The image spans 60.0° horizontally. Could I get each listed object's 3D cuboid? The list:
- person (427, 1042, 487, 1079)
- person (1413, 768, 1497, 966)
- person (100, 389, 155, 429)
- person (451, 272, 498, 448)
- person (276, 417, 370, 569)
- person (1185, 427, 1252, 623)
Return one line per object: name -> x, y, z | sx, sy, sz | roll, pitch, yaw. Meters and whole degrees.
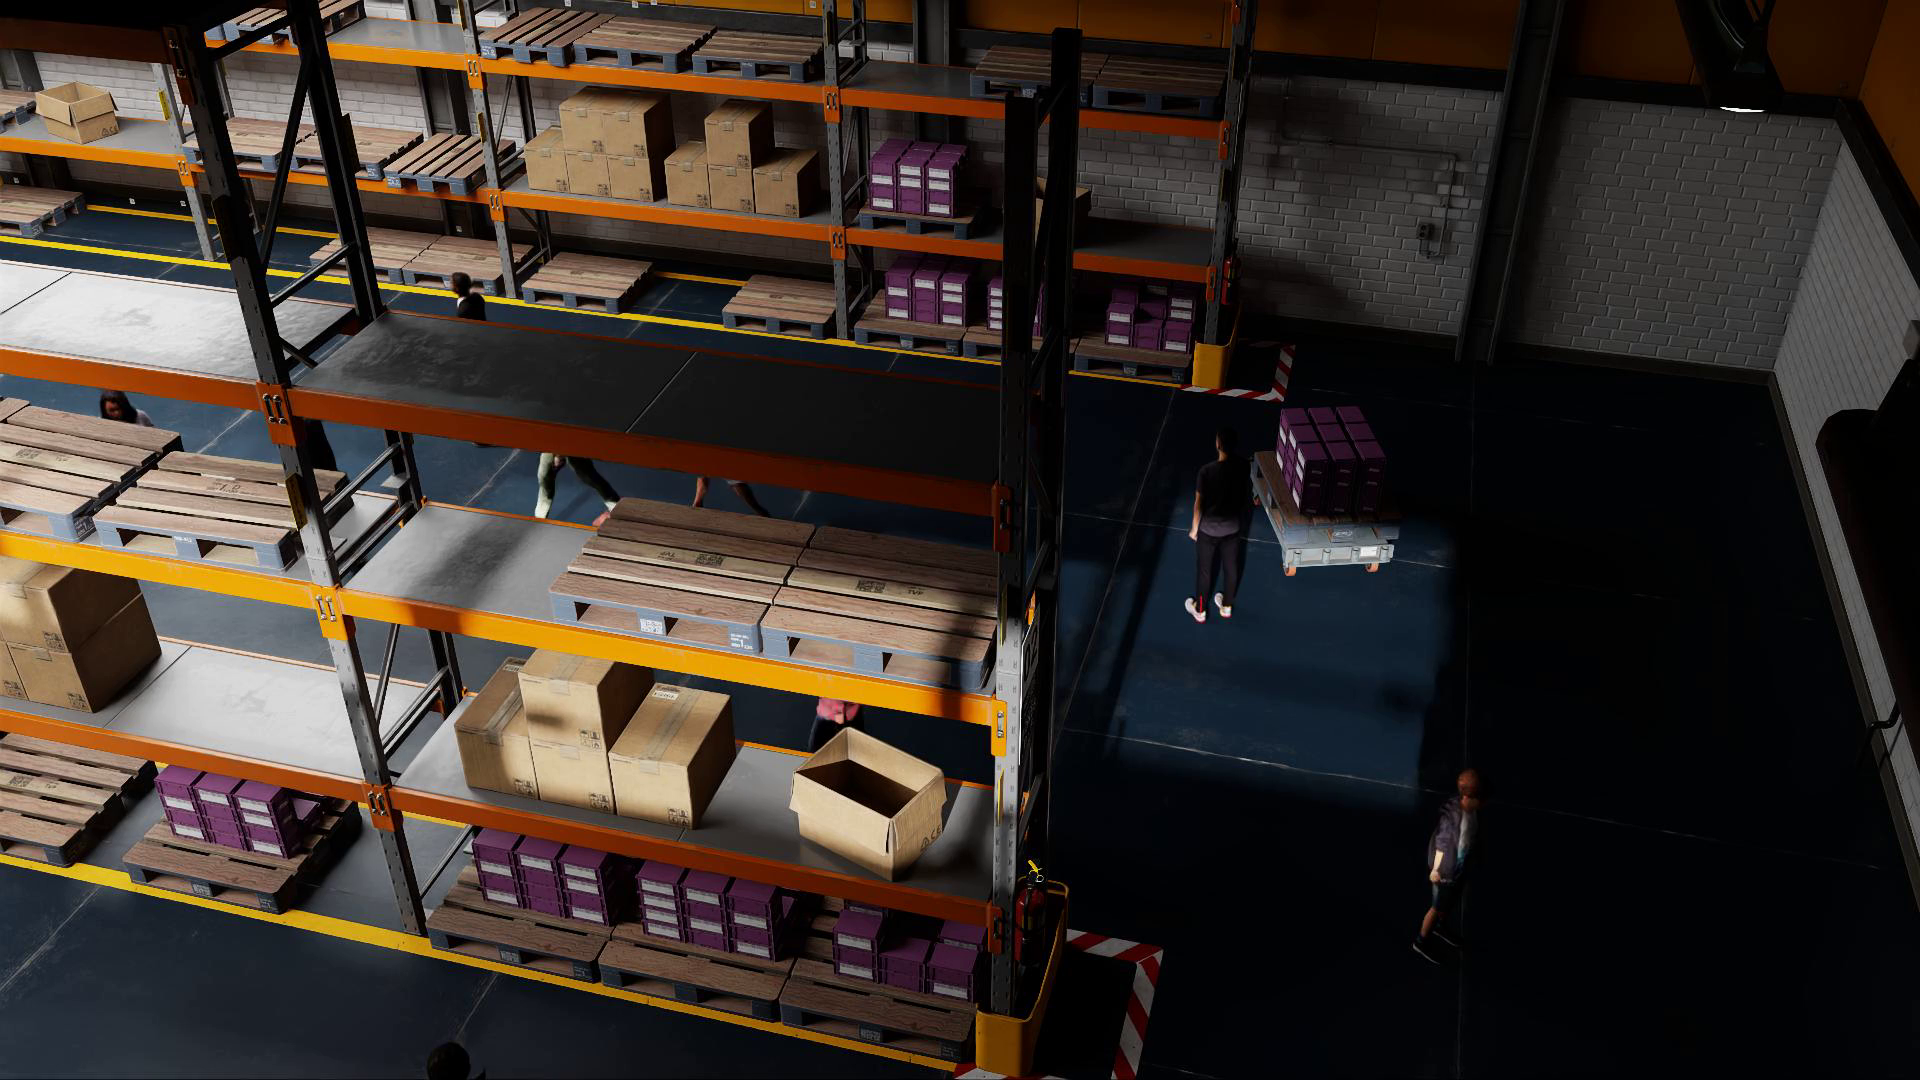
person -> -2.532, 3.216, 8.581 | 0.608, 1.661, 0.664 | 25, 41, 32
person -> 3.116, 2.020, 10.577 | 0.663, 1.444, 0.704 | -25, 41, -33
person -> -7.156, -0.654, 14.476 | 0.979, 1.580, 1.136 | -27, 42, -35
person -> -4.611, -1.740, 15.912 | 0.625, 1.800, 0.697 | 2, 34, 3
person -> -5.443, -0.498, 14.115 | 0.672, 1.720, 0.870 | 3, 34, 5
person -> 2.105, -0.121, 13.509 | 0.676, 1.763, 0.767 | -12, 36, -18
